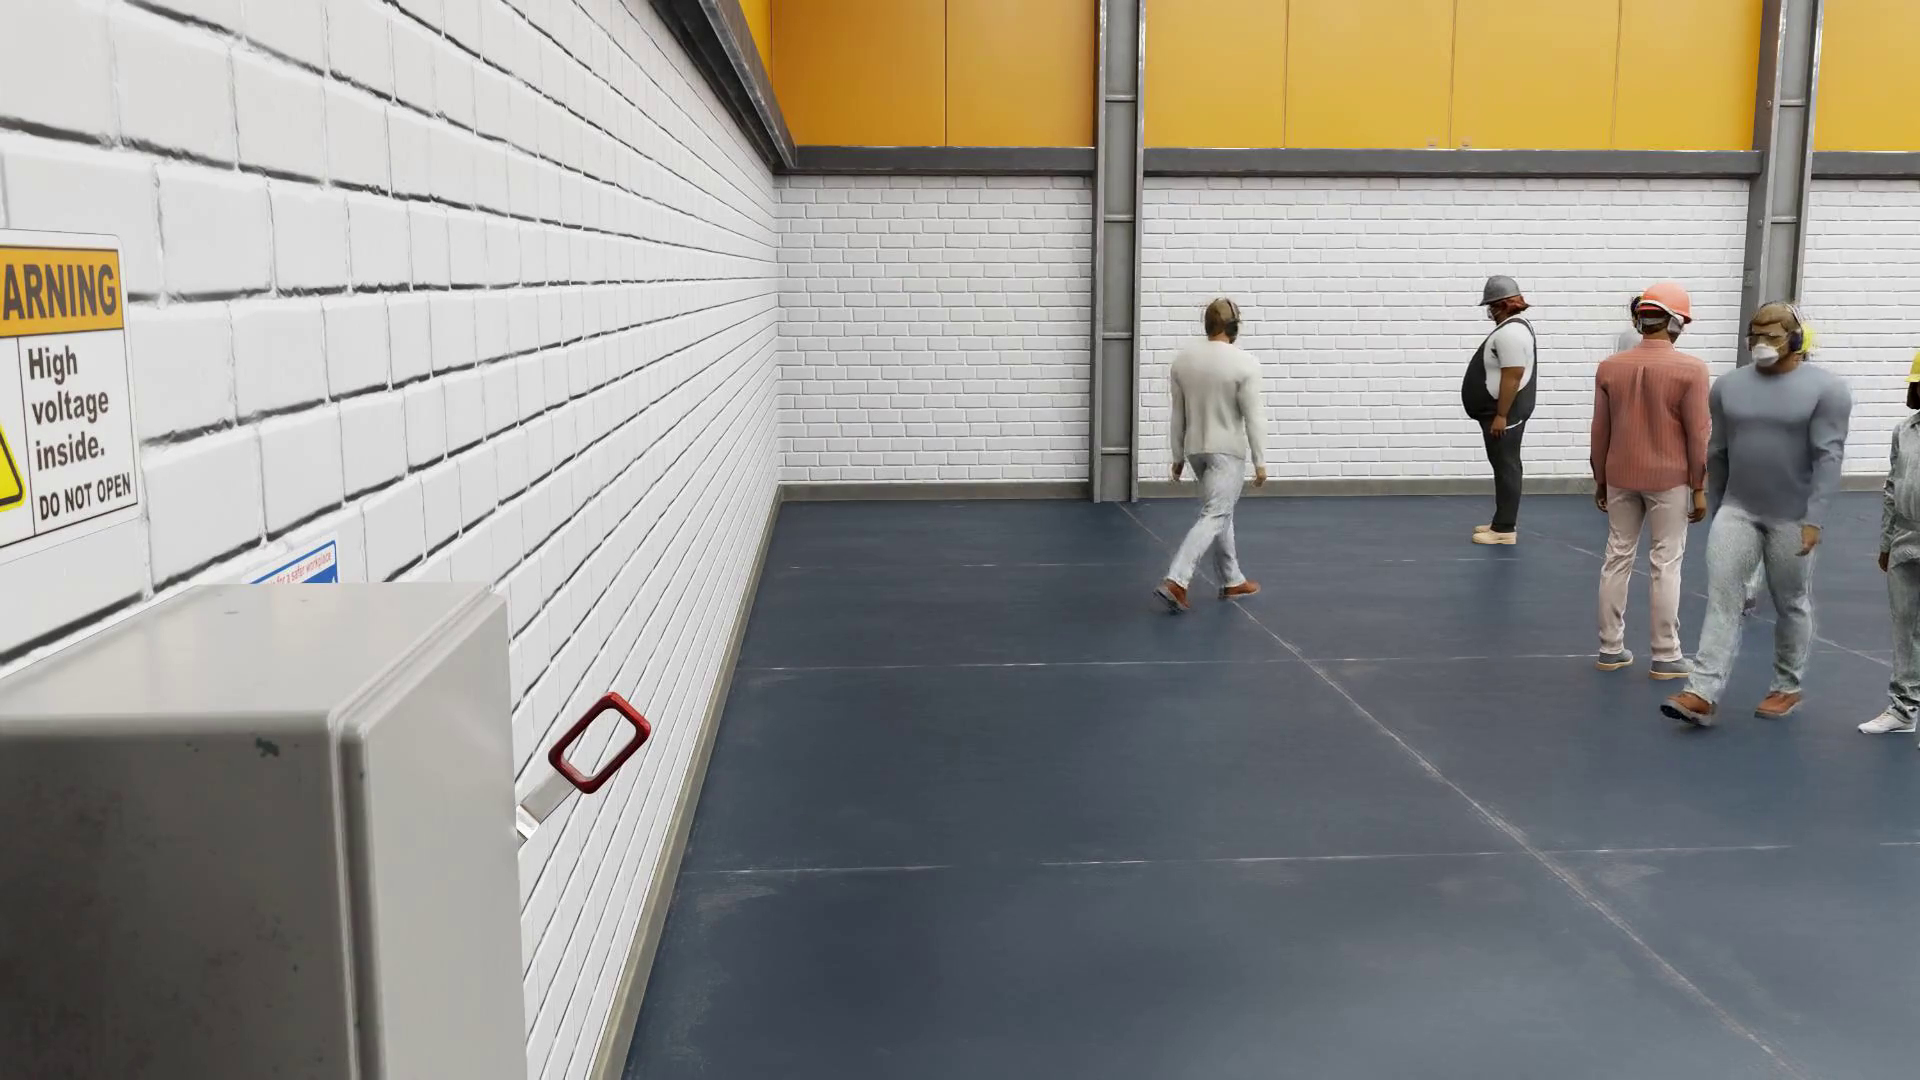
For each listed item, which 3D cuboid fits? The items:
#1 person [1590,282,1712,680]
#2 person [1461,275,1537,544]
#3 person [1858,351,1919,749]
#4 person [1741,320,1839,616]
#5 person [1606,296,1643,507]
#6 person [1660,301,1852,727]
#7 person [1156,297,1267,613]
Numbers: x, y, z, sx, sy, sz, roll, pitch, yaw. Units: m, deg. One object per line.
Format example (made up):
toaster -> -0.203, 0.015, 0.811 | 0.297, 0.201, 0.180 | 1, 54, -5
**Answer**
person -> 3.485, -0.296, 8.387 | 0.392, 1.986, 0.610 | -8, 12, -40
person -> 4.069, -0.992, 12.590 | 0.536, 2.000, 0.684 | 4, 10, 23
person -> 4.150, 0.030, 7.128 | 0.321, 1.737, 0.484 | -4, 10, -23
person -> 4.947, -0.444, 9.992 | 0.616, 1.777, 0.934 | 8, 12, 42
person -> 5.905, -1.191, 14.440 | 0.561, 1.846, 0.529 | -2, 9, -11
person -> 3.542, -0.097, 7.382 | 0.905, 1.898, 0.642 | -8, 12, -42
person -> 1.525, -0.518, 10.075 | 0.991, 1.902, 0.645 | -8, 12, -41
